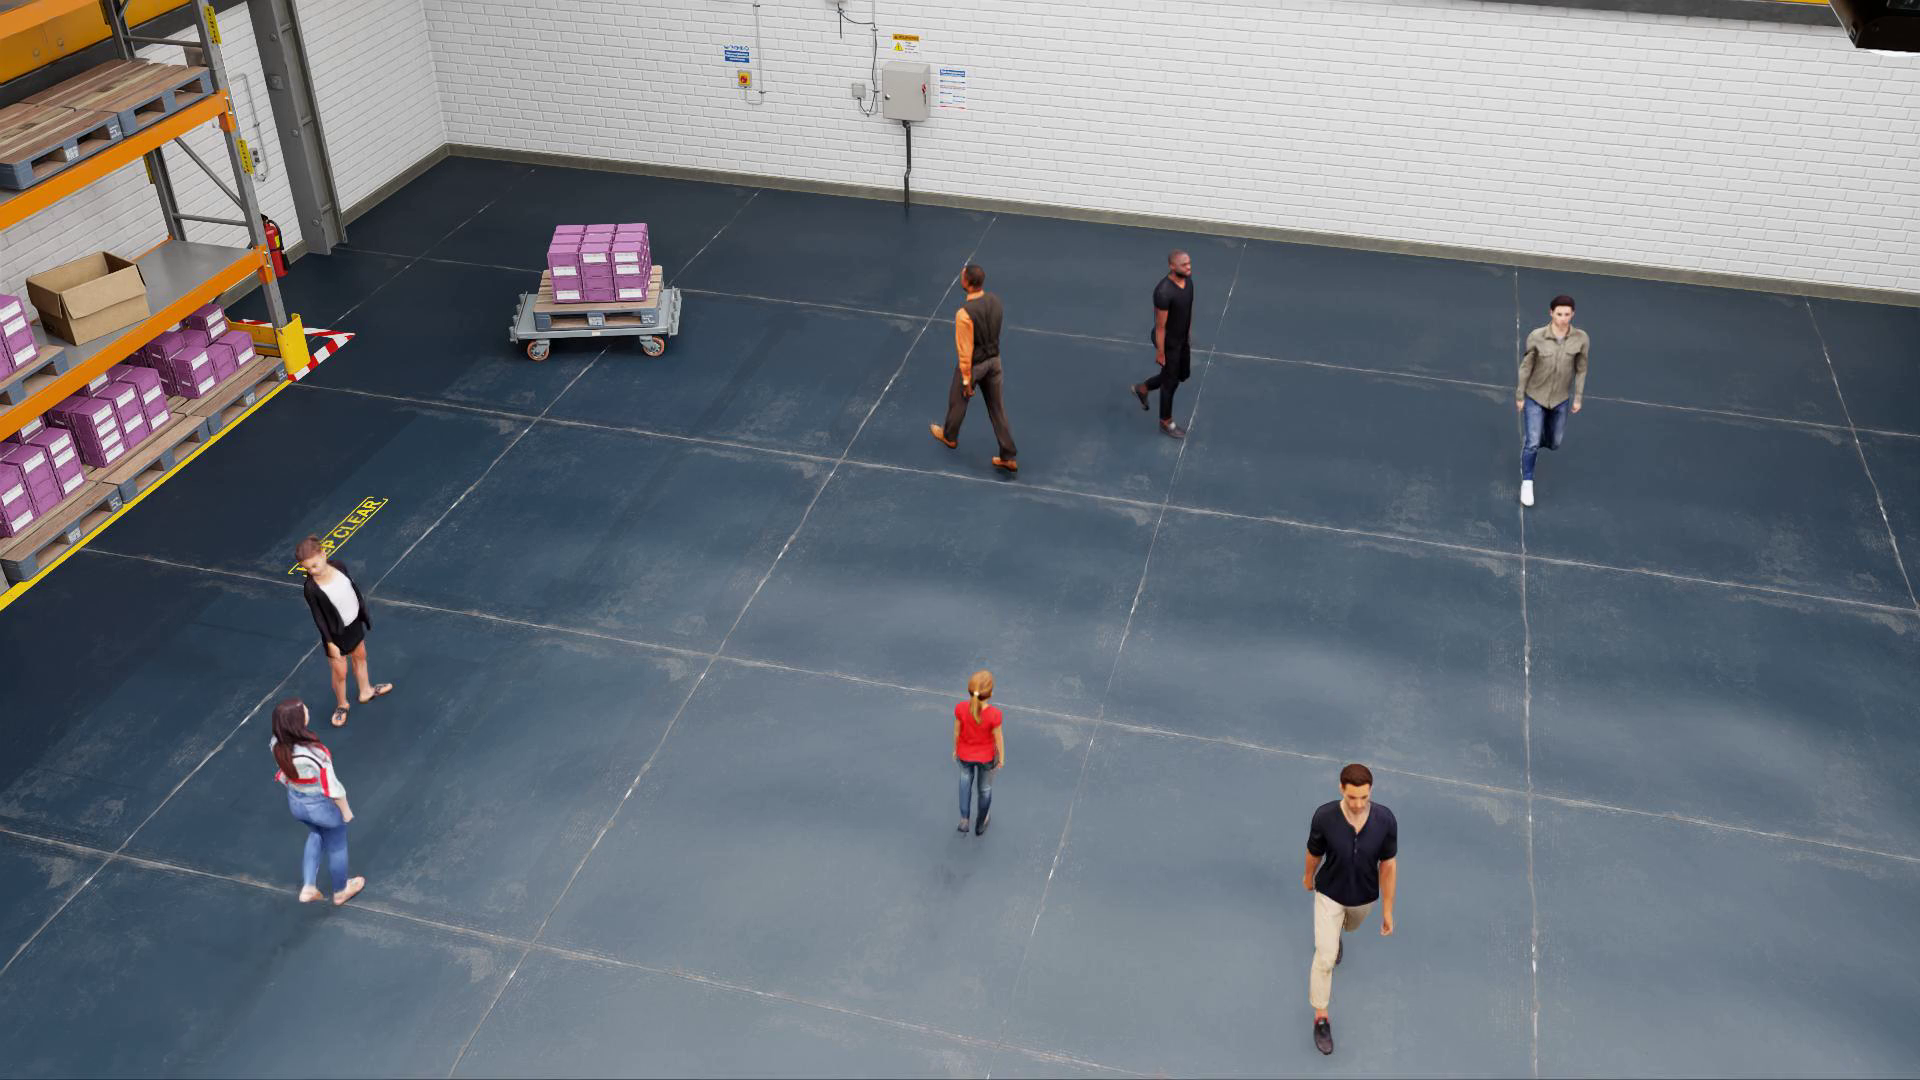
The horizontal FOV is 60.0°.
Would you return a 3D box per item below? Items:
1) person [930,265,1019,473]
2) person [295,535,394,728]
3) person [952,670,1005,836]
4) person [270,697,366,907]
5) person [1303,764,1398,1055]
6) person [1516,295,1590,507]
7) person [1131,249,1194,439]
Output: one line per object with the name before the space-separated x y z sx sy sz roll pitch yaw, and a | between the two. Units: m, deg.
person | 0.251 -1.455 14.467 1.292 1.862 1.225 -26 41 -33
person | -4.349 0.562 11.728 0.802 1.534 0.553 8 34 11
person | 0.091 1.415 10.659 0.484 1.297 0.554 8 34 12
person | -3.949 1.641 10.044 0.649 1.602 0.708 14 36 19
person | 2.180 1.925 9.424 0.829 1.815 1.246 0 34 0
person | 5.002 -1.250 14.173 0.805 1.846 1.037 3 34 5
person | 1.846 -1.814 15.055 0.924 1.809 0.946 23 40 31
